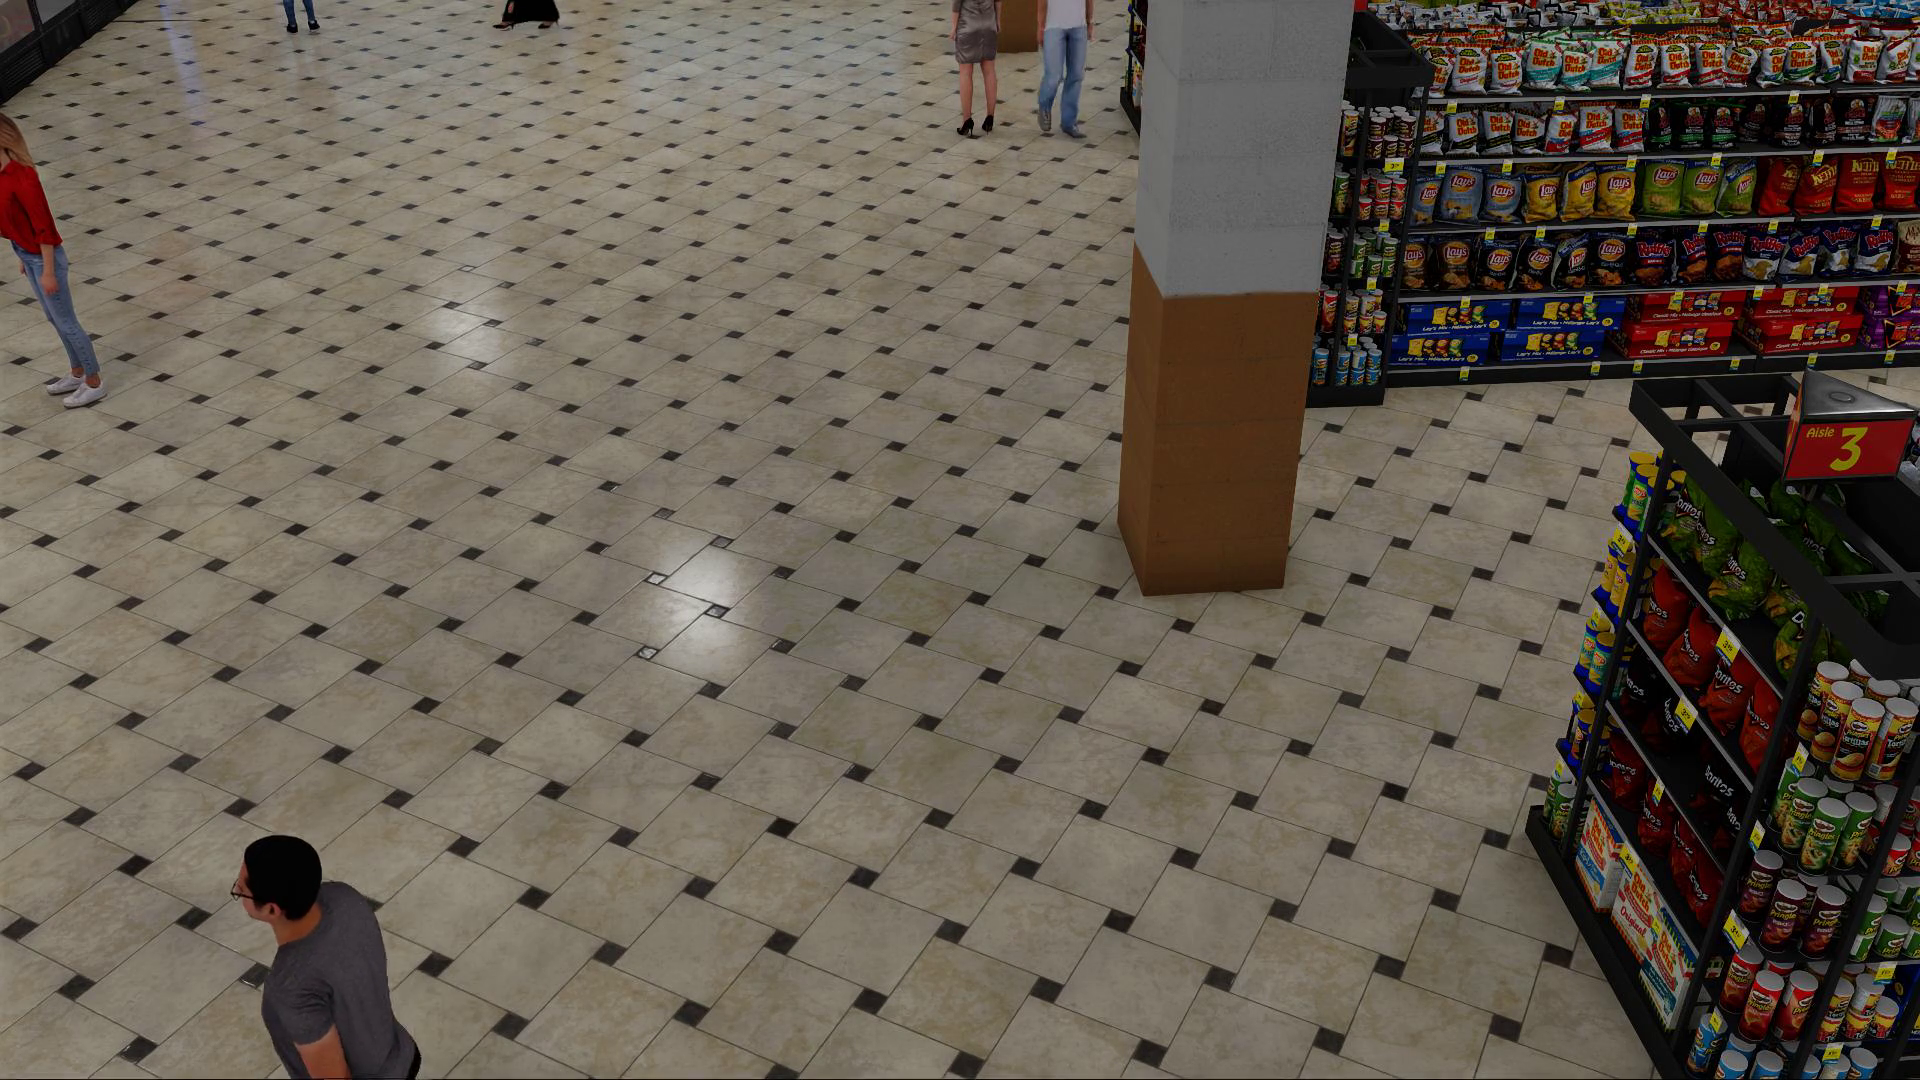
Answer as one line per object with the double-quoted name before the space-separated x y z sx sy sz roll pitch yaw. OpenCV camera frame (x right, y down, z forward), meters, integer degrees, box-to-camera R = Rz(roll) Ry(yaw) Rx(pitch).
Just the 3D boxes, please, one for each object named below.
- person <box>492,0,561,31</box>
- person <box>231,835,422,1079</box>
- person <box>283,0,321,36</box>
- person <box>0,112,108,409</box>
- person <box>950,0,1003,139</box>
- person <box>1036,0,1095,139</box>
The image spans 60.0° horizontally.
"person" -4.195 -5.776 16.270 0.990 1.574 0.831 -17 36 -25
"person" -1.547 1.469 4.468 0.668 1.741 0.642 1 32 2
"person" -6.580 -5.619 16.320 0.507 1.254 0.624 -12 34 -19
"person" -5.192 -1.581 9.403 0.716 1.704 0.683 -27 41 -36
"person" 0.133 -4.157 13.504 0.542 1.747 0.702 -12 34 -19
"person" 0.807 -4.188 13.456 0.778 1.849 0.854 -14 35 -21
